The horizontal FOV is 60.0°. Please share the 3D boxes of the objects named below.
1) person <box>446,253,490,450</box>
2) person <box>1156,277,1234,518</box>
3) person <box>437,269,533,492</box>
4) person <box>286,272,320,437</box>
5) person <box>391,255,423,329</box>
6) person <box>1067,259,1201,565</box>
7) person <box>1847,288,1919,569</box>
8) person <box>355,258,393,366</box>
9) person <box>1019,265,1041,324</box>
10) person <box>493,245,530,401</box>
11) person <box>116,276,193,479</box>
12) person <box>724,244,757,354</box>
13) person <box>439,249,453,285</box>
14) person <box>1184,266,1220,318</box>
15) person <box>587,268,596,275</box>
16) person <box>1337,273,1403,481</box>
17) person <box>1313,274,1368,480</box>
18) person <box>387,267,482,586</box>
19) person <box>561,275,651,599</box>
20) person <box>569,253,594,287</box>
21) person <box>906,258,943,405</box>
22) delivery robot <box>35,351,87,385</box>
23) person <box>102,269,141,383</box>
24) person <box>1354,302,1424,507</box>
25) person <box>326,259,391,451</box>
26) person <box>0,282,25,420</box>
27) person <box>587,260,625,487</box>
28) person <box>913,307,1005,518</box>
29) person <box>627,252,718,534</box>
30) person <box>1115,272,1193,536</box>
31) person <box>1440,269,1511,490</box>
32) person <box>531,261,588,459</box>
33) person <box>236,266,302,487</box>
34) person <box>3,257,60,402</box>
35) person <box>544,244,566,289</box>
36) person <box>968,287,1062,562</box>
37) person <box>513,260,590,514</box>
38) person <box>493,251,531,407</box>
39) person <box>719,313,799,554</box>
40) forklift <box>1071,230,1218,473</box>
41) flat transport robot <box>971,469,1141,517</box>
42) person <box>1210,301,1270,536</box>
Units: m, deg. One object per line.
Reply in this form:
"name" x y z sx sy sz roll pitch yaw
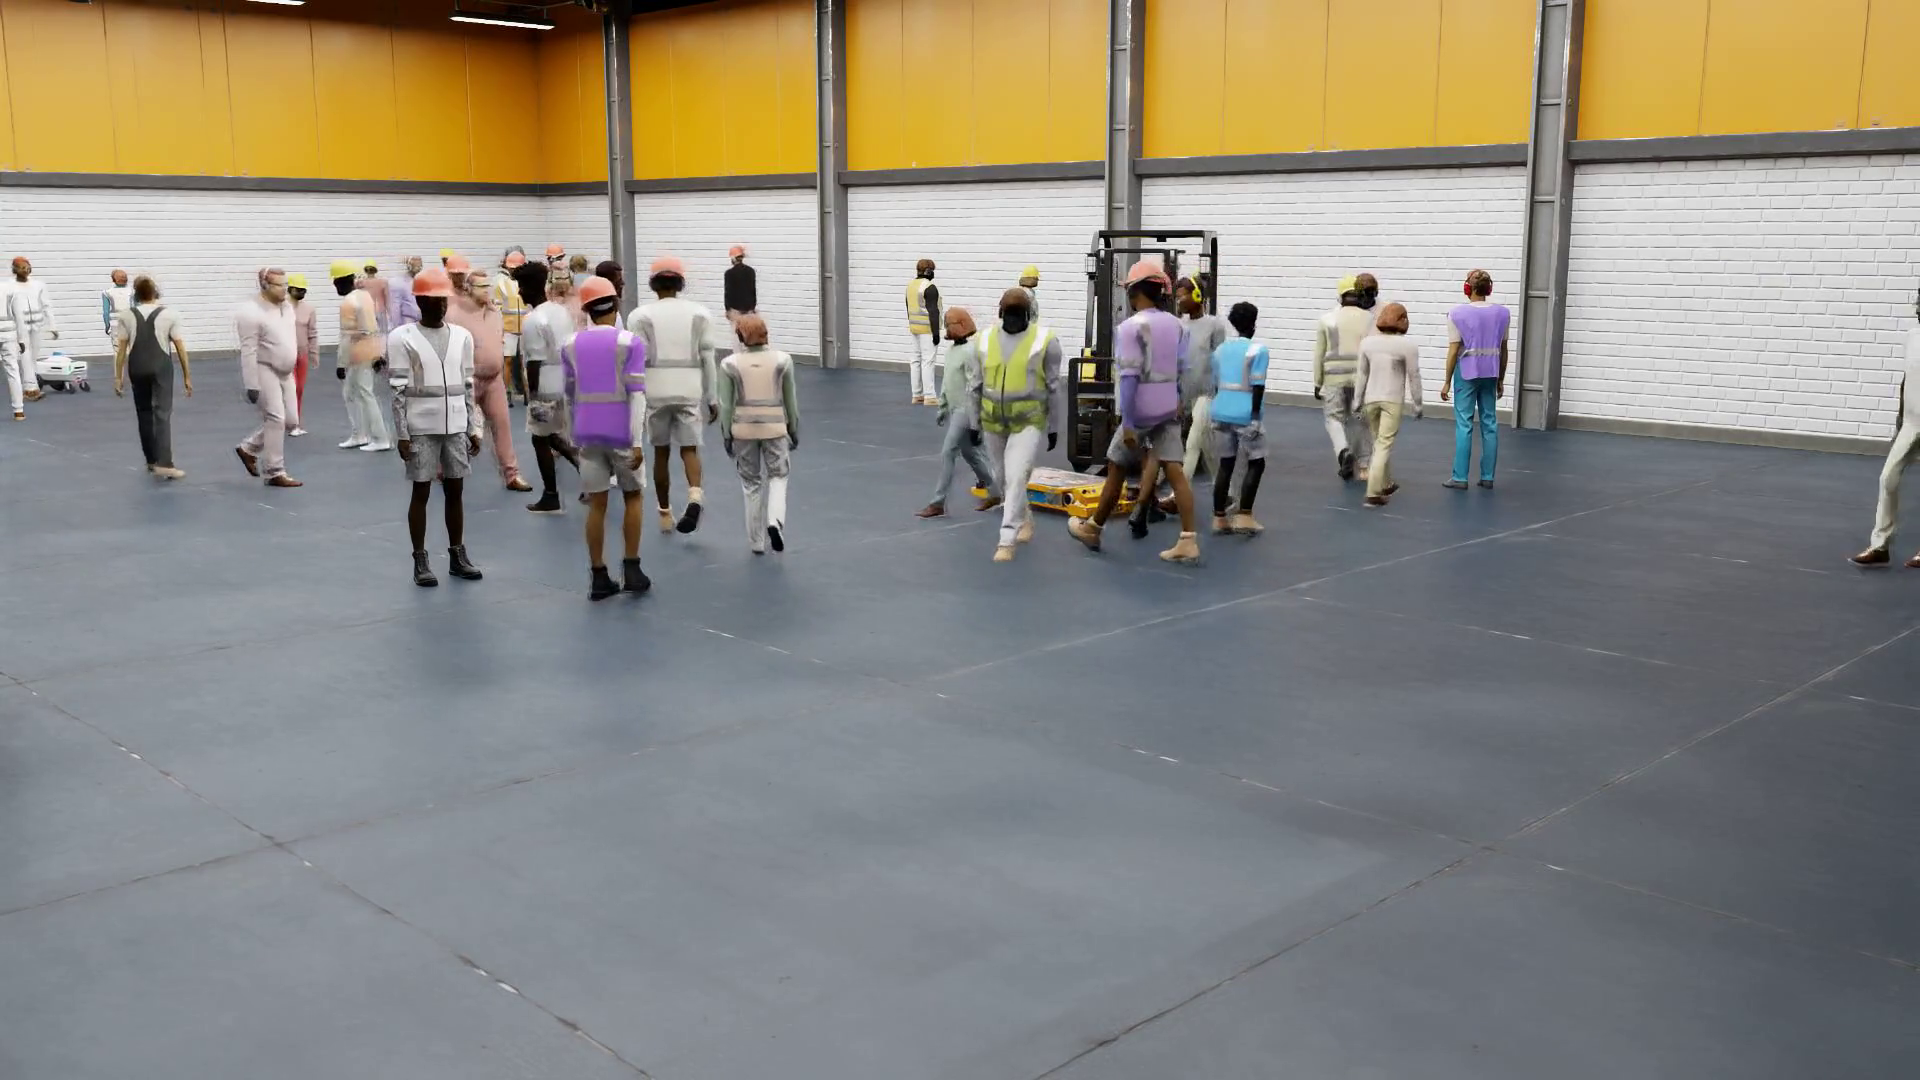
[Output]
"person" -5.036 -1.908 16.780 0.631 1.966 0.942 -5 11 -23
"person" 1.780 -1.070 12.615 0.976 1.809 0.542 -8 13 -37
"person" -4.073 -1.335 13.945 1.000 1.863 0.667 7 13 34
"person" -7.080 -1.968 17.694 0.565 1.735 0.543 8 13 38
"person" -7.573 -2.993 22.960 0.898 1.871 0.646 5 11 25
"person" 1.192 -0.848 10.950 0.613 1.965 1.121 -9 14 -42
"person" 6.029 -0.706 10.520 0.796 1.841 0.563 -4 11 -22
"person" -9.464 -3.663 26.880 0.551 1.751 0.364 -3 11 -16
"person" 0.903 -2.701 21.680 0.306 1.745 0.483 -1 10 -5
"person" -5.770 -2.806 21.445 0.708 2.000 0.689 2 11 12
"person" -7.146 -1.439 14.770 0.586 1.775 1.043 -3 11 -16
"person" -3.532 -3.778 26.905 0.635 1.981 0.562 -10 14 -43
"person" -8.890 -4.101 28.903 0.620 1.884 0.914 -5 12 -26
"person" 2.503 -1.930 17.231 0.404 1.834 0.591 8 13 36
"person" -6.136 -3.690 27.458 0.649 1.608 0.515 9 14 42
"person" 3.513 -1.401 14.416 0.658 1.810 0.462 2 11 13
"person" 3.356 -1.386 14.360 0.592 1.811 0.685 0 10 -2
"person" -3.203 -0.695 10.205 0.545 1.941 0.350 -10 14 -42
"person" -2.107 -0.610 9.864 0.559 1.890 0.601 2 11 10
"person" -4.748 -2.681 21.123 0.646 1.920 0.745 -6 12 -31
"person" -0.429 -2.622 20.989 0.429 1.843 0.627 -7 12 -32
"delivery robot" -12.255 -2.323 22.609 0.707 0.478 0.477 3 11 15
"person" -12.068 -3.076 24.009 0.523 1.640 0.306 -6 12 -28
"person" 3.445 -1.082 13.247 0.527 1.595 0.804 10 14 44
"person" -5.977 -1.795 16.325 0.715 1.890 0.614 0 10 -1
"person" -11.062 -2.298 19.097 0.584 1.883 0.346 -8 13 -39
"person" -3.020 -1.412 14.181 0.389 1.918 0.590 -3 11 -17
"person" 0.016 -0.978 12.696 0.780 1.595 0.509 -4 11 -19
"person" -2.010 -1.008 11.708 0.635 2.025 0.735 -3 11 -15
"person" 1.378 -0.993 11.996 0.553 1.893 0.995 4 11 23
"person" 4.326 -1.336 13.956 0.563 1.847 0.388 -2 11 -11
"person" -3.765 -1.727 15.991 0.748 1.889 0.503 -1 10 -7
"person" -5.921 -1.385 14.131 0.599 1.880 0.682 2 11 11
"person" -11.972 -2.710 21.444 0.946 1.837 0.591 8 13 39
"person" -6.117 -3.498 25.340 0.378 1.996 0.611 1 10 5
"person" 0.381 -0.803 11.197 0.630 1.808 0.907 5 11 25
"person" -3.075 -1.144 12.633 0.531 1.947 0.627 3 11 15
"person" -5.504 -2.614 20.697 0.542 1.931 0.376 -5 12 -27
"person" -1.329 -0.692 11.045 0.530 1.618 0.416 -2 11 -8
"forklift" 1.804 -1.825 15.677 1.214 2.155 2.313 2 11 13
"flat transport robot" 0.774 -0.393 13.115 0.652 0.197 1.431 -8 13 -36
"person" 1.962 -0.860 11.827 0.455 1.662 0.549 -9 13 -39
